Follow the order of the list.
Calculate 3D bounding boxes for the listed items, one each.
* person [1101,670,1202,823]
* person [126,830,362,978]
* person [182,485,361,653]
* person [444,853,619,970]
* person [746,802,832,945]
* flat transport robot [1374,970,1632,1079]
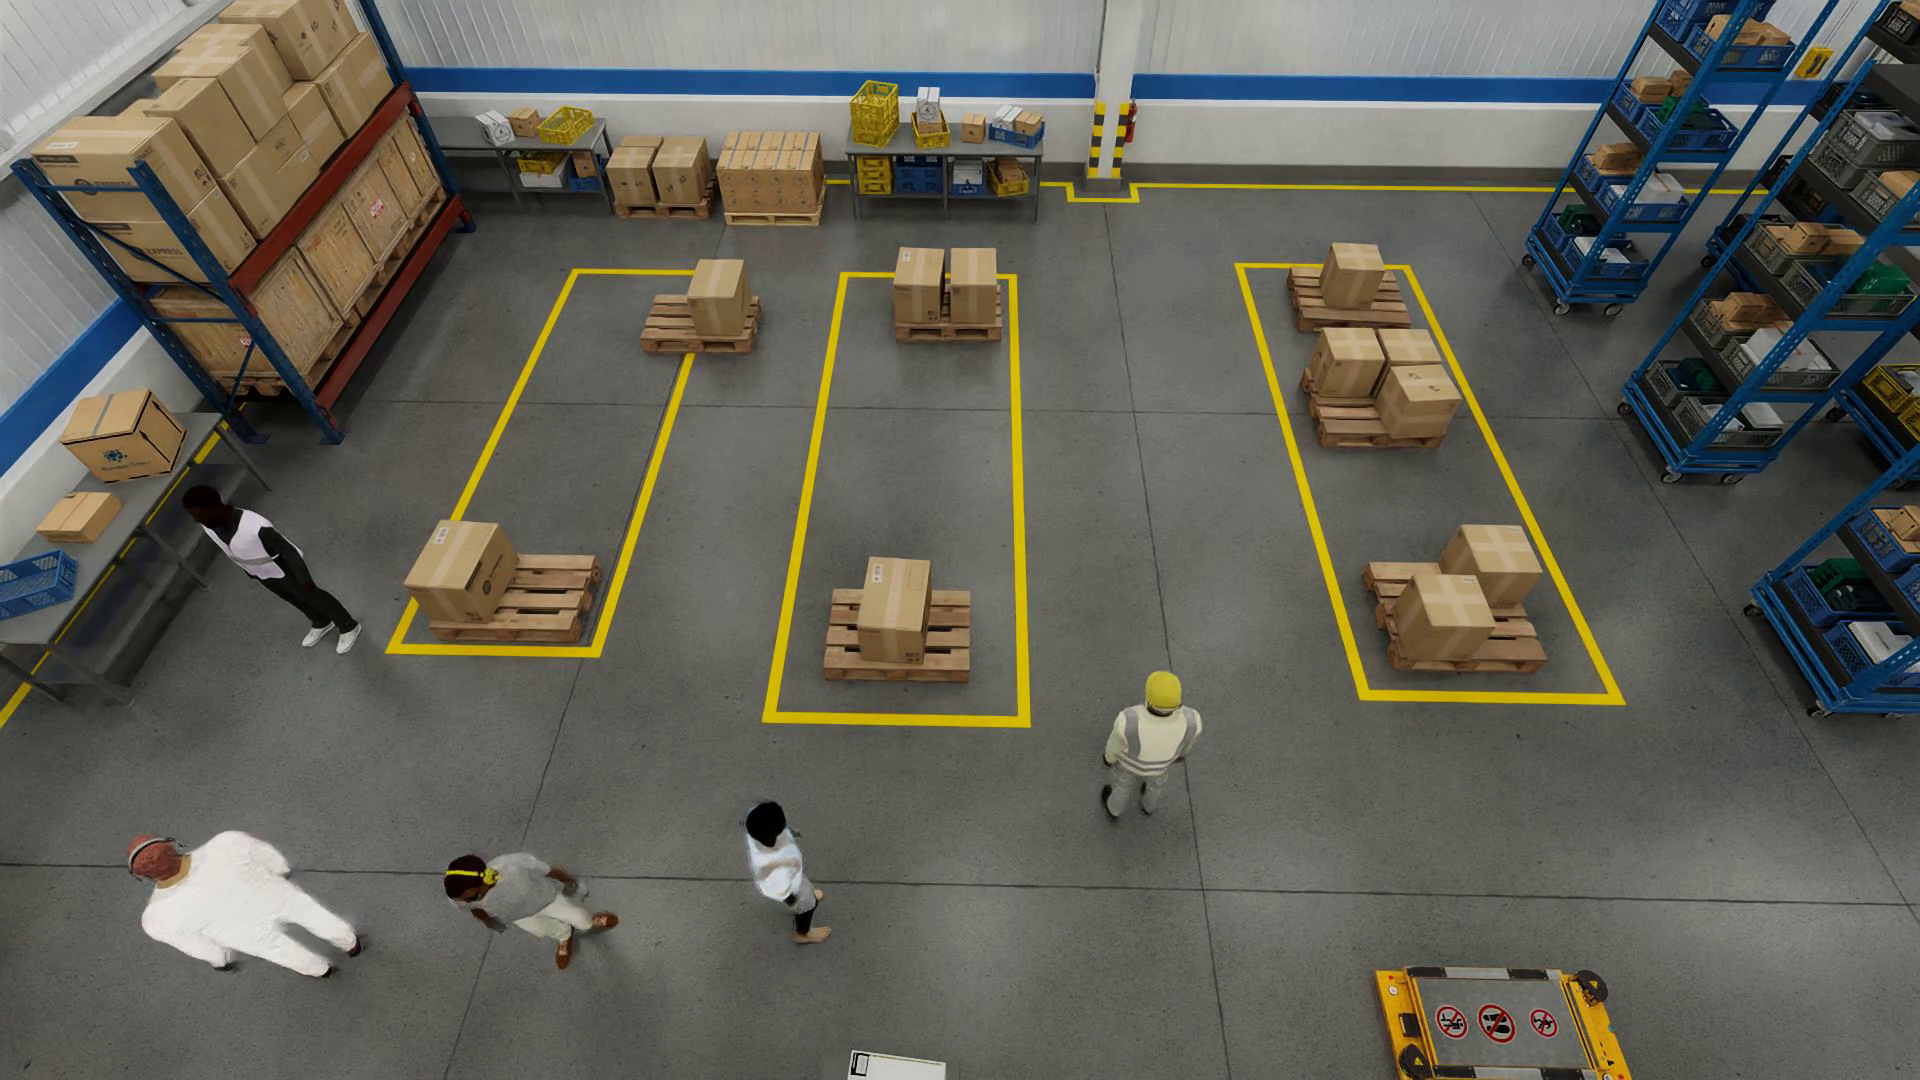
[{"bbox_3d":[1.278,1.443,6.293,0.599,1.827,0.404,-3,51,-2],"label":"person"},{"bbox_3d":[-4.320,2.260,5.587,0.489,1.889,0.662,19,53,15],"label":"person"},{"bbox_3d":[-5.401,0.222,7.232,0.598,1.917,0.375,11,52,9],"label":"person"},{"bbox_3d":[-2.618,2.239,5.633,0.573,1.845,0.423,-21,54,-16],"label":"person"},{"bbox_3d":[-1.119,2.096,5.849,0.374,1.689,0.547,-21,54,-17],"label":"person"},{"bbox_3d":[3.501,3.133,5.914,1.431,0.197,0.652,1,51,1],"label":"flat transport robot"}]
